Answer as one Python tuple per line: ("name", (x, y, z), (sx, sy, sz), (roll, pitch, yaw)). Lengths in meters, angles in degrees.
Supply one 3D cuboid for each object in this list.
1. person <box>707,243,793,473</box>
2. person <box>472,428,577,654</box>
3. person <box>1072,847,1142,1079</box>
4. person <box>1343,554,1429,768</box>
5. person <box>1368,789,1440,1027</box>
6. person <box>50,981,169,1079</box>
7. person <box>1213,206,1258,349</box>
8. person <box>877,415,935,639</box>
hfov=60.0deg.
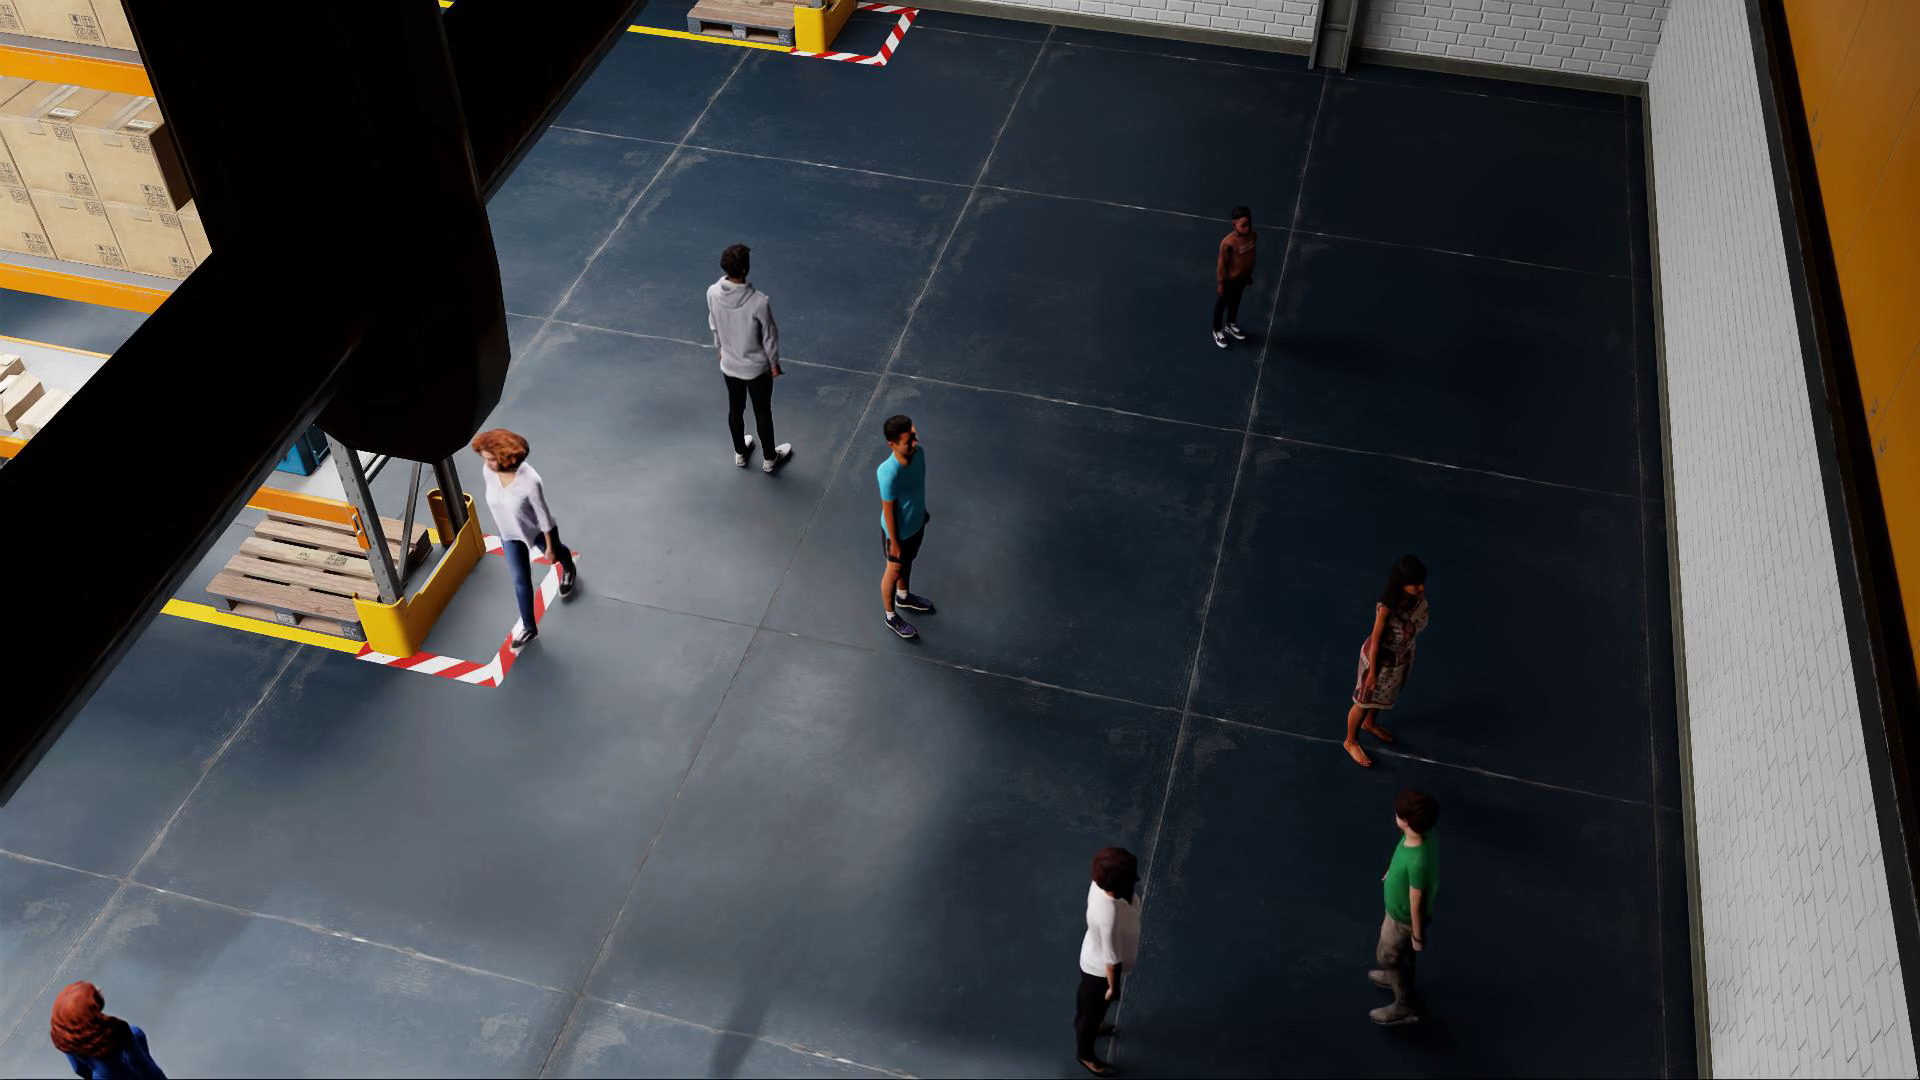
("person", (-1.583, -1.331, 12.274), (0.541, 1.929, 0.752), (14, 45, 15))
("person", (-2.864, -0.137, 11.208), (1.022, 1.669, 0.708), (10, 45, 11))
("person", (0.743, 2.184, 8.682), (0.579, 1.794, 0.645), (3, 44, 3))
("person", (2.655, 0.715, 10.332), (0.724, 1.645, 0.714), (-34, 53, -30))
("person", (2.476, 2.013, 8.990), (0.629, 1.617, 0.654), (1, 44, 1))
("person", (-4.012, 2.716, 8.098), (0.496, 1.828, 0.654), (11, 45, 11))
("person", (2.255, -2.188, 13.663), (0.595, 1.254, 0.649), (-24, 48, -23))
("person", (-0.390, -0.117, 11.109), (0.582, 1.777, 0.655), (18, 47, 18))
